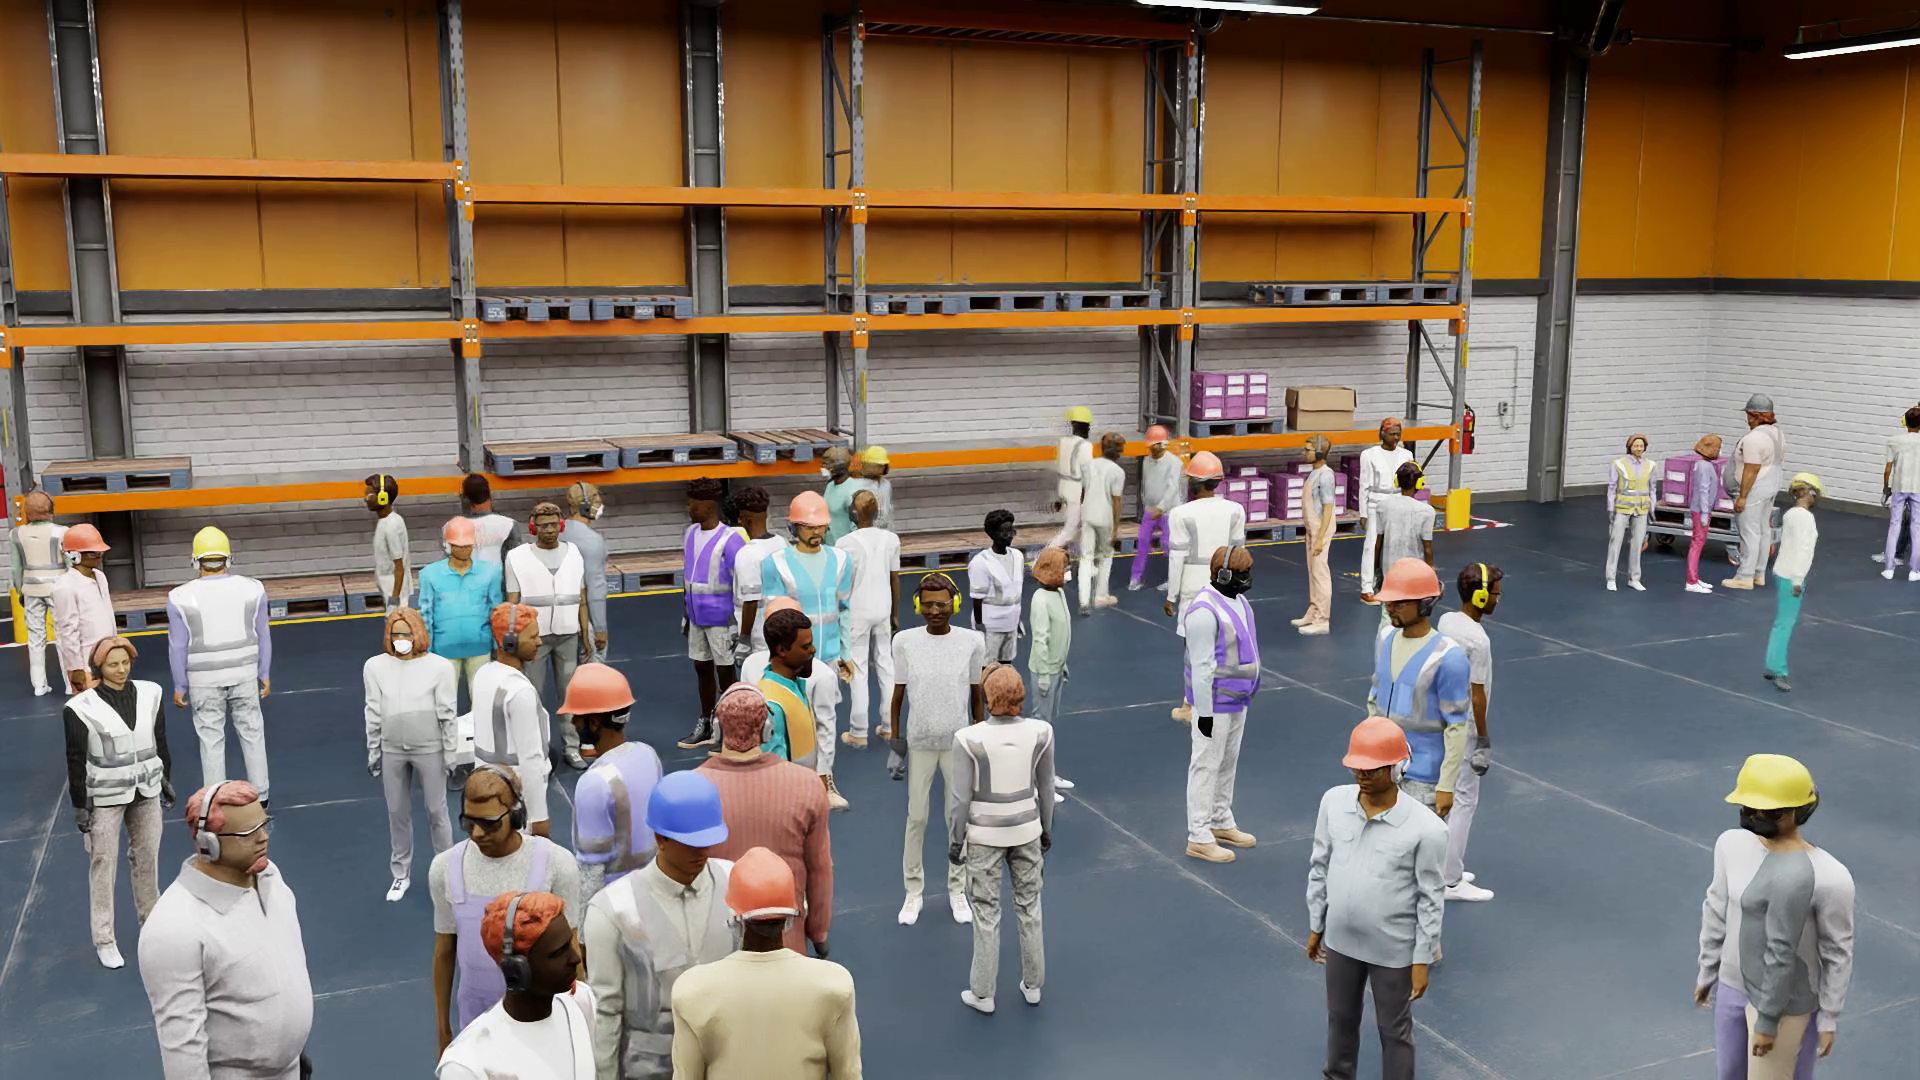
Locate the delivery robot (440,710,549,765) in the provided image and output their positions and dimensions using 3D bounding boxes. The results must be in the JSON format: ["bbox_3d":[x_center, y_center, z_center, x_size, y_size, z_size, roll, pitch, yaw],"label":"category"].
[{"bbox_3d":[-3.110,1.280,11.047,0.707,0.478,0.477,-6,11,-30],"label":"delivery robot"}]

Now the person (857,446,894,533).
[{"bbox_3d":[-0.832,-0.021,15.429,0.455,1.731,0.499,7,12,37],"label":"person"}]

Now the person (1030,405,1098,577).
[{"bbox_3d":[1.166,-0.488,17.682,0.916,1.892,0.591,-4,11,-20],"label":"person"}]

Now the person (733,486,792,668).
[{"bbox_3d":[-1.335,0.611,11.128,0.380,1.956,0.612,4,11,21],"label":"person"}]

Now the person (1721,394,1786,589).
[{"bbox_3d":[8.246,-0.514,17.373,0.679,2.000,0.537,-9,13,-42],"label":"person"}]

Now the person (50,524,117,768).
[{"bbox_3d":[-5.664,0.759,10.868,0.330,1.751,0.564,-1,10,-5],"label":"person"}]

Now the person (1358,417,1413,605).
[{"bbox_3d":[4.223,-0.282,16.529,0.569,1.878,0.351,-2,10,-11],"label":"person"}]

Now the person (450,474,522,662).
[{"bbox_3d":[-3.415,0.450,12.272,0.654,1.880,0.530,4,11,23],"label":"person"}]

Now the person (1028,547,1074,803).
[{"bbox_3d":[0.588,0.848,10.694,0.279,1.634,0.499,3,10,18],"label":"person"}]

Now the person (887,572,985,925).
[{"bbox_3d":[-0.114,1.082,8.672,0.531,1.870,0.317,0,10,-3],"label":"person"}]

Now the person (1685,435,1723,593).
[{"bbox_3d":[7.698,-0.278,17.197,0.288,1.628,0.523,4,11,23],"label":"person"}]

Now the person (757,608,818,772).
[{"bbox_3d":[-0.802,1.249,7.572,0.387,1.919,0.594,0,10,-1],"label":"person"}]

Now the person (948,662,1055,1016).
[{"bbox_3d":[0.196,1.372,7.661,0.524,1.639,0.308,-4,11,-20],"label":"person"}]

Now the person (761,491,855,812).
[{"bbox_3d":[-0.925,0.706,10.330,0.608,2.047,0.366,-6,12,-32],"label":"person"}]

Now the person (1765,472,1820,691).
[{"bbox_3d":[6.751,0.333,13.422,0.334,1.720,0.674,2,10,14],"label":"person"}]

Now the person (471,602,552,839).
[{"bbox_3d":[-2.090,1.222,7.826,0.362,1.884,0.575,-7,12,-36],"label":"person"}]

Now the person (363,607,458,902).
[{"bbox_3d":[-2.950,1.152,8.979,0.493,1.625,0.280,0,10,2],"label":"person"}]

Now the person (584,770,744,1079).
[{"bbox_3d":[-0.868,1.649,5.217,0.607,1.939,0.414,-7,12,-35],"label":"person"}]

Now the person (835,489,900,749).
[{"bbox_3d":[-0.657,0.556,11.770,0.509,1.845,0.329,-6,11,-30],"label":"person"}]

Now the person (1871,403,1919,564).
[{"bbox_3d":[10.643,-0.628,18.507,0.844,1.863,0.753,5,11,25],"label":"person"}]

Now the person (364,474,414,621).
[{"bbox_3d":[-4.248,0.433,12.408,0.334,1.873,0.517,-4,11,-21],"label":"person"}]

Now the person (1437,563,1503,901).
[{"bbox_3d":[2.735,1.034,9.004,0.338,1.857,0.525,-2,10,-9],"label":"person"}]

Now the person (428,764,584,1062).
[{"bbox_3d":[-1.524,1.631,5.630,0.519,1.834,0.354,0,10,1],"label":"person"}]

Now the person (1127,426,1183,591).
[{"bbox_3d":[2.009,-0.322,17.197,0.510,1.713,0.562,-9,13,-41],"label":"person"}]

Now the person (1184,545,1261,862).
[{"bbox_3d":[1.524,0.933,9.646,0.429,1.837,0.624,6,11,31],"label":"person"}]

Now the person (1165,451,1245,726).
[{"bbox_3d":[1.801,0.360,12.319,0.604,2.048,0.365,-3,10,-17],"label":"person"}]

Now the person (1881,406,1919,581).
[{"bbox_3d":[10.142,-0.499,17.780,0.511,1.872,0.328,6,12,31],"label":"person"}]

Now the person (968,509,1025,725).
[{"bbox_3d":[0.268,0.615,11.860,0.321,1.697,0.535,9,13,41],"label":"person"}]

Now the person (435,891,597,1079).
[{"bbox_3d":[-1.096,1.824,4.354,0.356,1.885,0.574,3,10,19],"label":"person"}]

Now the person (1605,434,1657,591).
[{"bbox_3d":[6.939,-0.285,17.206,0.512,1.642,0.311,0,10,-2],"label":"person"}]

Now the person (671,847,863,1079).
[{"bbox_3d":[-0.575,1.775,5.013,0.573,1.751,0.330,-1,10,-6],"label":"person"}]

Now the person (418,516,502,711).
[{"bbox_3d":[-3.339,0.706,11.174,0.561,1.750,0.338,-4,11,-22],"label":"person"}]

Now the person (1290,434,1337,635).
[{"bbox_3d":[3.268,-0.052,15.271,0.344,1.847,0.505,0,10,0],"label":"person"}]

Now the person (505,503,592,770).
[{"bbox_3d":[-2.760,0.655,11.201,0.567,1.846,0.389,-6,11,-30],"label":"person"}]

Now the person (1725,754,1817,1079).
[{"bbox_3d":[2.858,1.620,5.917,0.342,1.755,0.532,4,11,22],"label":"person"}]

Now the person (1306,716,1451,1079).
[{"bbox_3d":[1.580,1.530,6.424,0.562,1.752,0.324,9,13,42],"label":"person"}]

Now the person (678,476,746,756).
[{"bbox_3d":[-1.735,0.526,11.596,0.616,1.962,0.361,9,13,41],"label":"person"}]

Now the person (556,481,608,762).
[{"bbox_3d":[-2.610,0.556,11.506,0.376,1.940,0.629,-8,12,-37],"label":"person"}]

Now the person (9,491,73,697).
[{"bbox_3d":[-7.176,0.432,13.090,0.514,1.637,0.310,0,10,-2],"label":"person"}]

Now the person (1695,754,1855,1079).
[{"bbox_3d":[2.856,1.615,5.904,0.326,1.767,0.533,-6,12,-32],"label":"person"}]

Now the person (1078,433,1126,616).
[{"bbox_3d":[1.368,-0.158,16.077,0.523,1.780,0.853,5,11,25],"label":"person"}]

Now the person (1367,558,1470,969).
[{"bbox_3d":[2.172,1.093,8.112,0.391,2.040,0.615,-5,11,-25],"label":"person"}]

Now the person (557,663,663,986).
[{"bbox_3d":[-1.368,1.428,6.525,0.382,1.929,0.537,3,10,15],"label":"person"}]

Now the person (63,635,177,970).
[{"bbox_3d":[-4.140,1.273,8.233,0.307,1.639,0.525,6,12,32],"label":"person"}]

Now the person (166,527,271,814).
[{"bbox_3d":[-4.550,0.828,10.239,0.591,1.833,0.404,-8,12,-37],"label":"person"}]

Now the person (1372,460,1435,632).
[{"bbox_3d":[3.525,0.298,13.226,0.509,1.862,0.328,7,12,37],"label":"person"}]

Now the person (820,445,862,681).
[{"bbox_3d":[-0.960,0.181,13.666,0.352,1.936,0.635,-5,11,-25],"label":"person"}]

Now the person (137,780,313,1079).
[{"bbox_3d":[-2.212,1.670,5.175,0.407,1.910,0.639,1,10,5],"label":"person"}]

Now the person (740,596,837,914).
[{"bbox_3d":[-0.913,1.148,8.613,0.560,1.756,0.318,4,11,21],"label":"person"}]

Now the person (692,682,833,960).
[{"bbox_3d":[-0.805,1.476,6.296,0.645,1.907,0.400,-2,10,-12],"label":"person"}]
